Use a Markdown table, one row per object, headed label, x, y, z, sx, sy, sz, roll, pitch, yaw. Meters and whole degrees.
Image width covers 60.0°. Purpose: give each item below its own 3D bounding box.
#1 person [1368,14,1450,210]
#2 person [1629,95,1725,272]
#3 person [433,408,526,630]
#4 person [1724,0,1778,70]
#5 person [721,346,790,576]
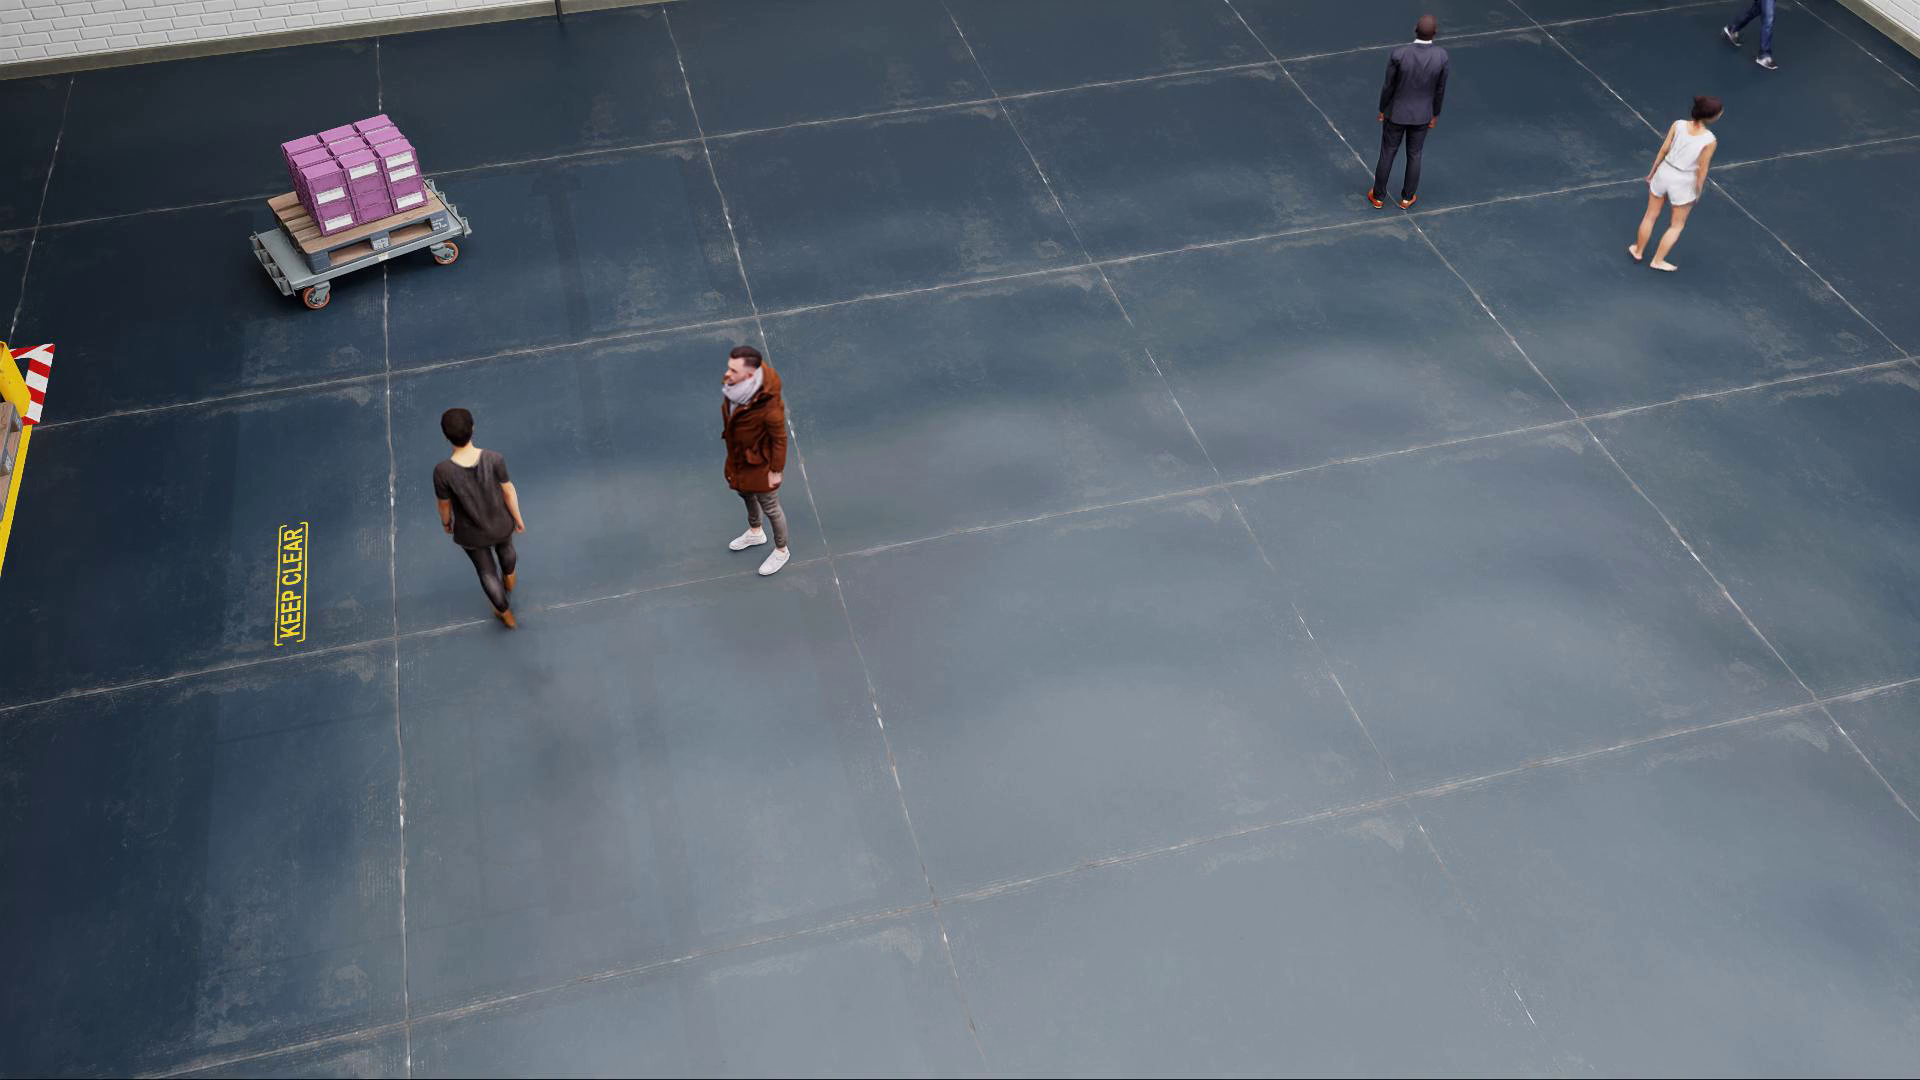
| label | x | y | z | sx | sy | sz | roll | pitch | yaw |
| --- | --- | --- | --- | --- | --- | --- | --- | --- | --- |
| person | 3.929 | -3.730 | 14.548 | 0.781 | 1.824 | 0.759 | 6 | 44 | 7 |
| person | 5.991 | -3.013 | 13.941 | 0.630 | 1.624 | 0.777 | 25 | 49 | 24 |
| person | -3.083 | -0.080 | 10.813 | 0.739 | 1.693 | 0.914 | -18 | 47 | -18 |
| person | 8.137 | -5.633 | 16.764 | 0.644 | 1.524 | 1.081 | -16 | 46 | -16 |
| person | -1.377 | -0.563 | 11.214 | 0.881 | 1.838 | 0.780 | -31 | 51 | -28 |
